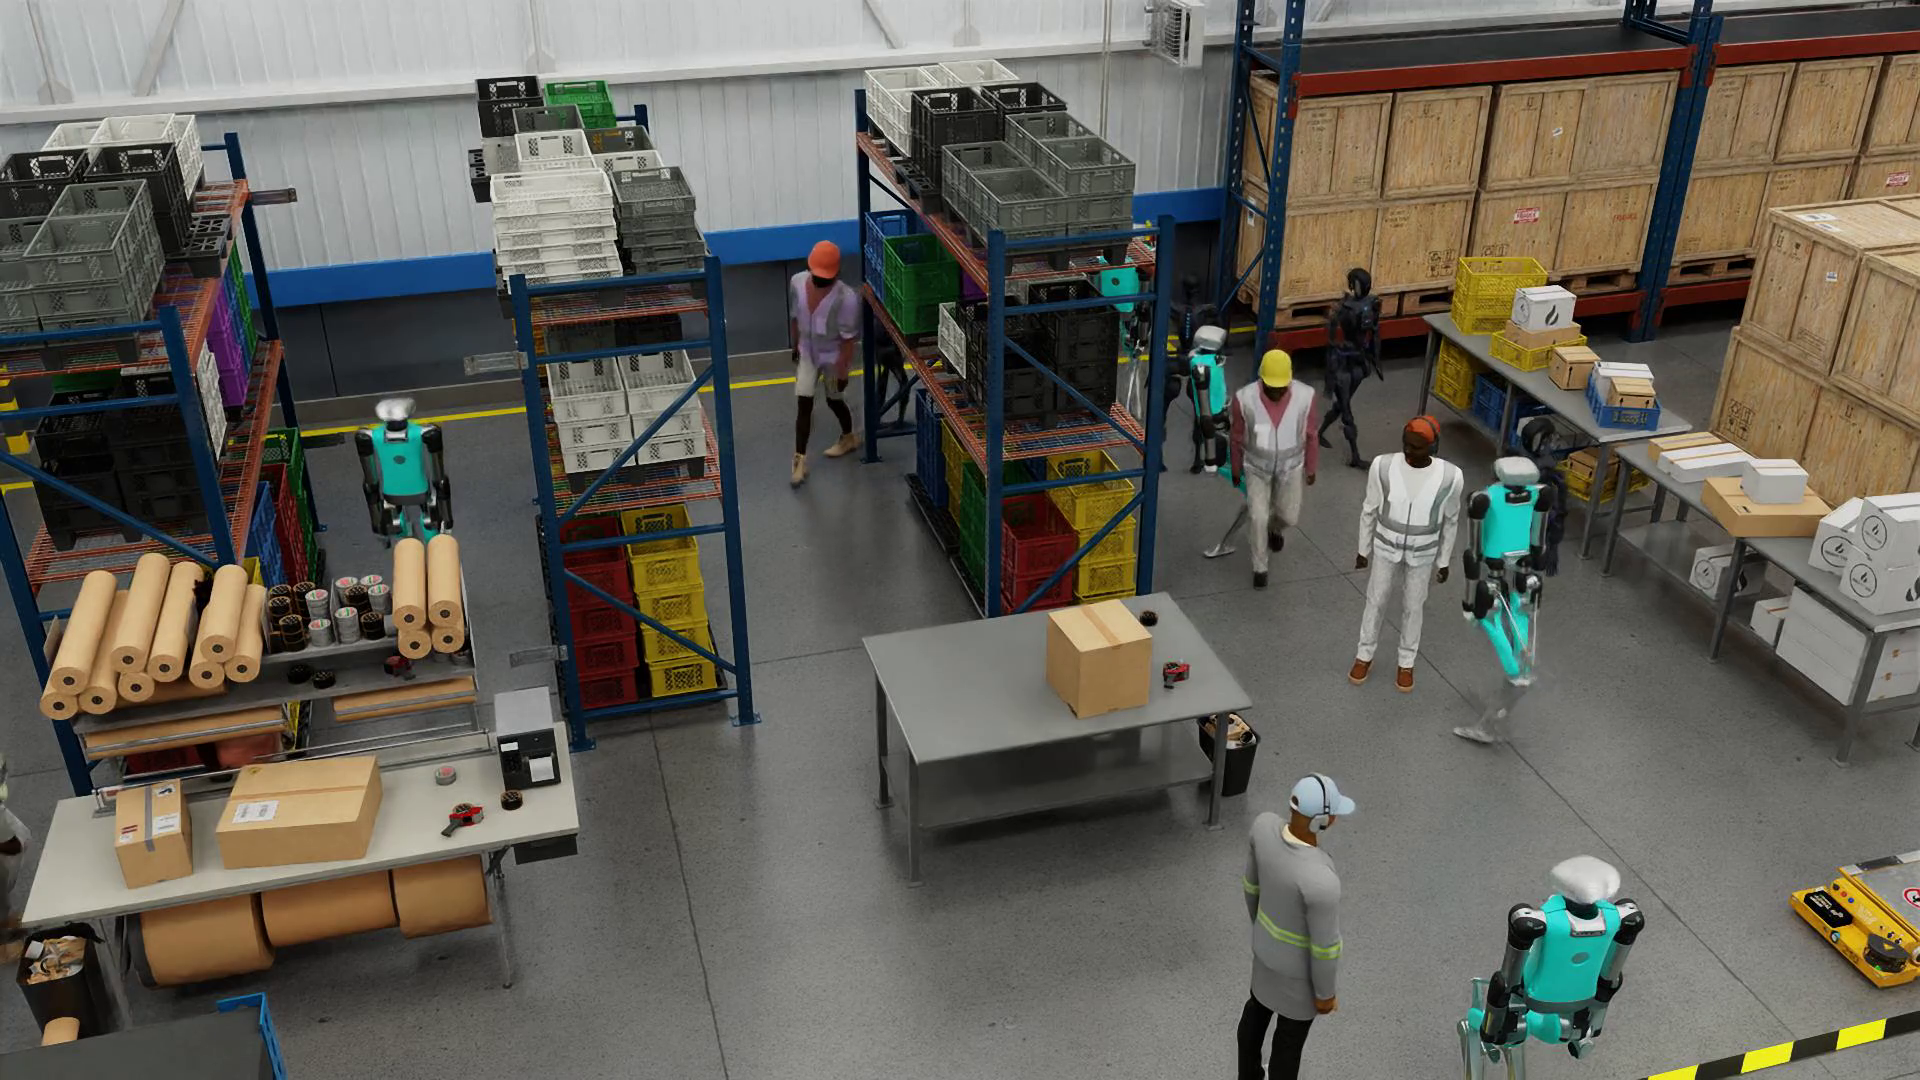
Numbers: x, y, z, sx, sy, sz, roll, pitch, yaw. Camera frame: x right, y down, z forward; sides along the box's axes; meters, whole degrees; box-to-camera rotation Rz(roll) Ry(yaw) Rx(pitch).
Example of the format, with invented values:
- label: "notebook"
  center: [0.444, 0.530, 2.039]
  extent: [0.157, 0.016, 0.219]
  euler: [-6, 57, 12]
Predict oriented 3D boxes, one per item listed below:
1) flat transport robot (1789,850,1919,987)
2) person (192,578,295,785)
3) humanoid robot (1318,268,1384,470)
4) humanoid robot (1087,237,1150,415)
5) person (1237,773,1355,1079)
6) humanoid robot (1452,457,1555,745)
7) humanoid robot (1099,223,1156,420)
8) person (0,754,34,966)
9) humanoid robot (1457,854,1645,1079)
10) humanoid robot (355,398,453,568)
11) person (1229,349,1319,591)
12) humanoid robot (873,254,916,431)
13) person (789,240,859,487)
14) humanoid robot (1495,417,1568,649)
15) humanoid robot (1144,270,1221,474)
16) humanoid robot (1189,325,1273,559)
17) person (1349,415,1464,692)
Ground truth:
- label: "flat transport robot"
  center: [5.163, 1.916, 8.676]
  extent: [1.431, 0.231, 0.659]
  euler: [-8, 30, -14]
- label: "person"
  center: [-3.632, 1.052, 8.485]
  extent: [0.361, 1.964, 0.612]
  euler: [7, 29, 12]
- label: "humanoid robot"
  center: [3.147, -1.398, 13.297]
  extent: [0.596, 1.626, 0.786]
  euler: [-19, 34, -30]
- label: "humanoid robot"
  center: [1.348, -1.795, 13.766]
  extent: [0.533, 1.675, 0.735]
  euler: [10, 30, 17]
- label: "person"
  center: [1.467, 1.792, 7.261]
  extent: [0.397, 1.848, 0.587]
  euler: [-12, 31, -21]
- label: "humanoid robot"
  center: [3.304, 0.427, 9.848]
  extent: [0.547, 1.749, 0.783]
  euler: [-6, 29, -11]
- label: "humanoid robot"
  center: [1.401, -1.874, 14.015]
  extent: [0.536, 1.771, 0.689]
  euler: [-1, 29, -2]
- label: "person"
  center: [-4.870, 1.335, 8.144]
  extent: [0.515, 1.808, 0.661]
  euler: [-18, 33, -29]
- label: "humanoid robot"
  center: [2.401, 1.896, 7.046]
  extent: [0.533, 1.678, 0.735]
  euler: [-2, 29, -4]
- label: "humanoid robot"
  center: [-3.583, -0.176, 10.954]
  extent: [0.548, 1.766, 0.926]
  euler: [-5, 29, -9]
- label: "person"
  center: [2.165, -0.541, 11.559]
  extent: [0.621, 1.798, 0.624]
  euler: [3, 29, 5]
- label: "humanoid robot"
  center: [-0.563, -1.653, 13.715]
  extent: [0.454, 1.645, 0.608]
  euler: [-7, 30, -13]
- label: "person"
  center: [-1.092, -1.435, 13.006]
  extent: [0.683, 1.970, 0.921]
  euler: [14, 32, 24]
- label: "humanoid robot"
  center: [3.728, -0.078, 10.849]
  extent: [0.486, 1.644, 0.609]
  euler: [-17, 33, -27]
- label: "humanoid robot"
  center: [1.753, -1.307, 13.070]
  extent: [0.593, 1.639, 0.382]
  euler: [3, 29, 5]
- label: "humanoid robot"
  center: [2.029, -0.653, 11.819]
  extent: [0.878, 1.772, 0.586]
  euler: [8, 30, 14]
- label: "person"
  center: [2.763, 0.079, 10.341]
  extent: [0.578, 1.882, 0.343]
  euler: [9, 30, 17]
